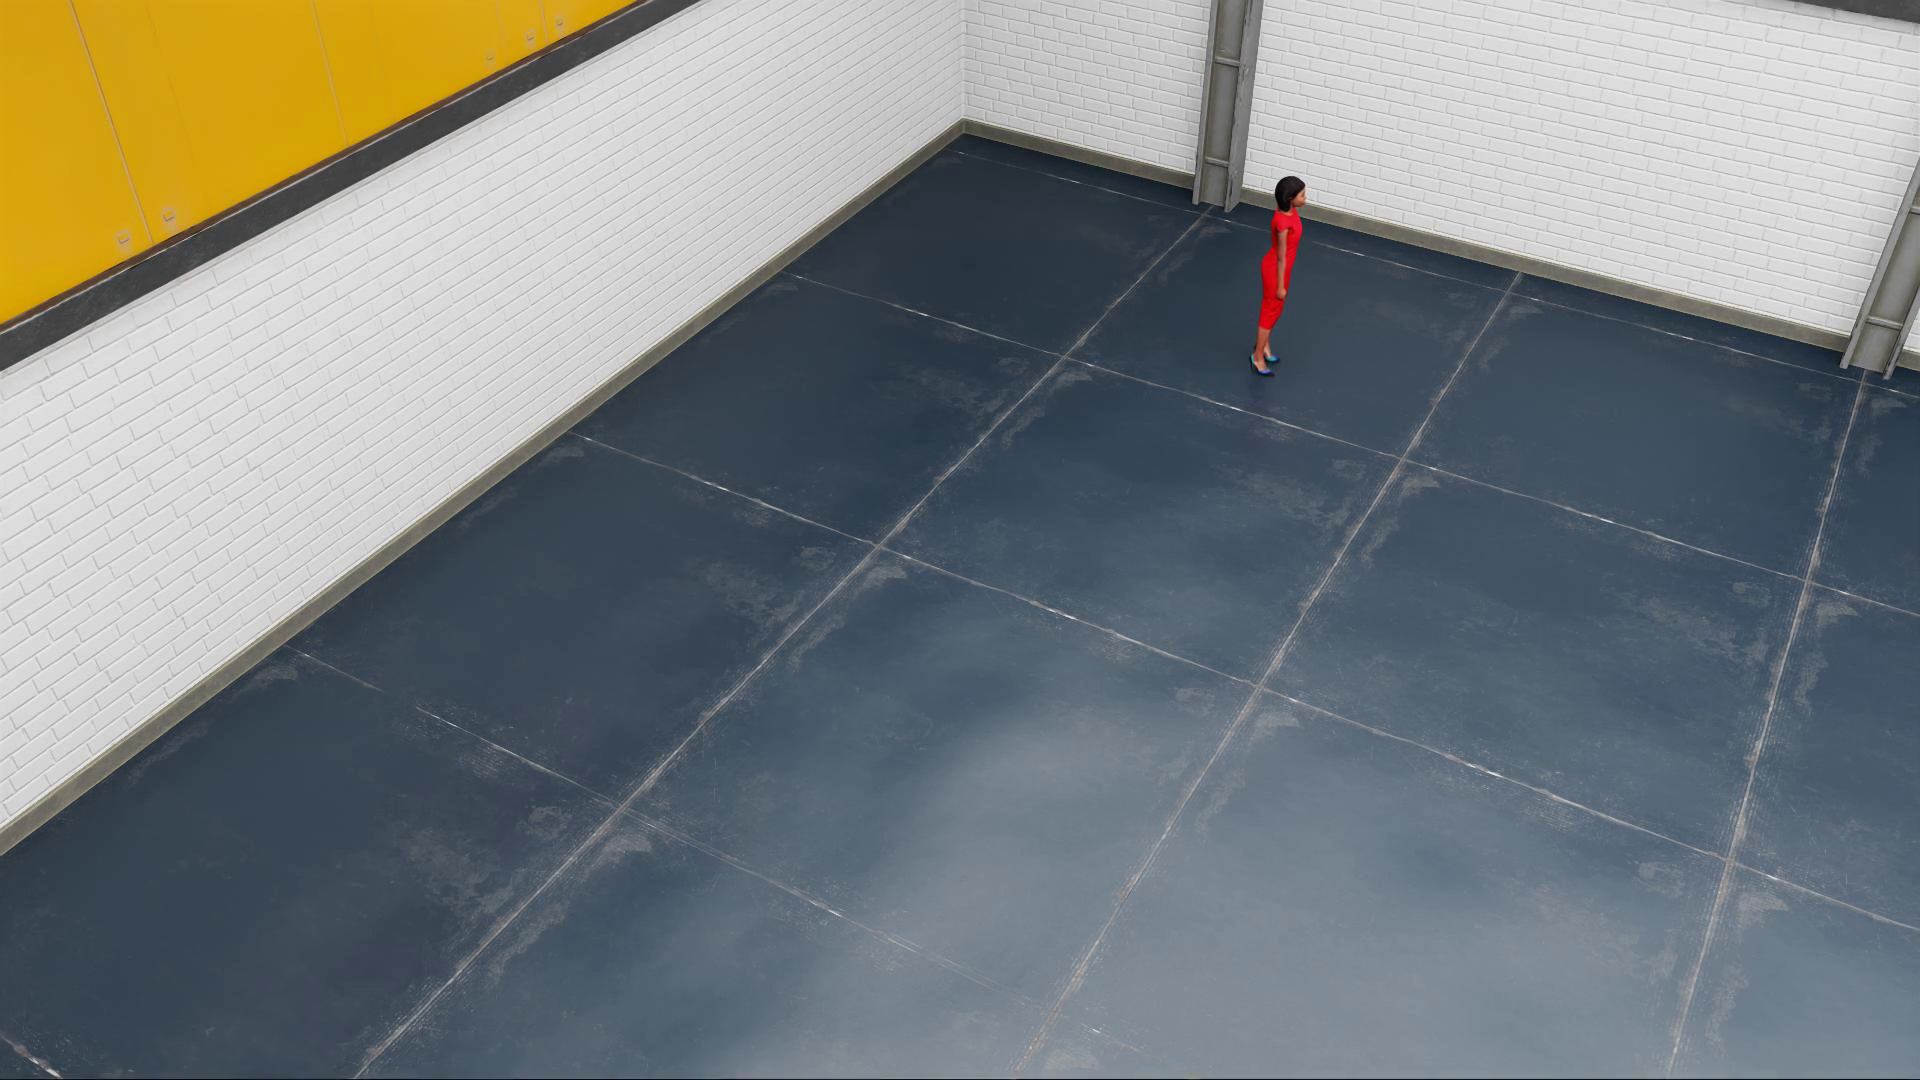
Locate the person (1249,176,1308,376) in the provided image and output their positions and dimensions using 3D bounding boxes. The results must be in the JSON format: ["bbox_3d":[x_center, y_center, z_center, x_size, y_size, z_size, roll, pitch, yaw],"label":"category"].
[{"bbox_3d":[2.599,-2.176,13.659,0.569,1.741,0.609,11,40,14],"label":"person"}]
